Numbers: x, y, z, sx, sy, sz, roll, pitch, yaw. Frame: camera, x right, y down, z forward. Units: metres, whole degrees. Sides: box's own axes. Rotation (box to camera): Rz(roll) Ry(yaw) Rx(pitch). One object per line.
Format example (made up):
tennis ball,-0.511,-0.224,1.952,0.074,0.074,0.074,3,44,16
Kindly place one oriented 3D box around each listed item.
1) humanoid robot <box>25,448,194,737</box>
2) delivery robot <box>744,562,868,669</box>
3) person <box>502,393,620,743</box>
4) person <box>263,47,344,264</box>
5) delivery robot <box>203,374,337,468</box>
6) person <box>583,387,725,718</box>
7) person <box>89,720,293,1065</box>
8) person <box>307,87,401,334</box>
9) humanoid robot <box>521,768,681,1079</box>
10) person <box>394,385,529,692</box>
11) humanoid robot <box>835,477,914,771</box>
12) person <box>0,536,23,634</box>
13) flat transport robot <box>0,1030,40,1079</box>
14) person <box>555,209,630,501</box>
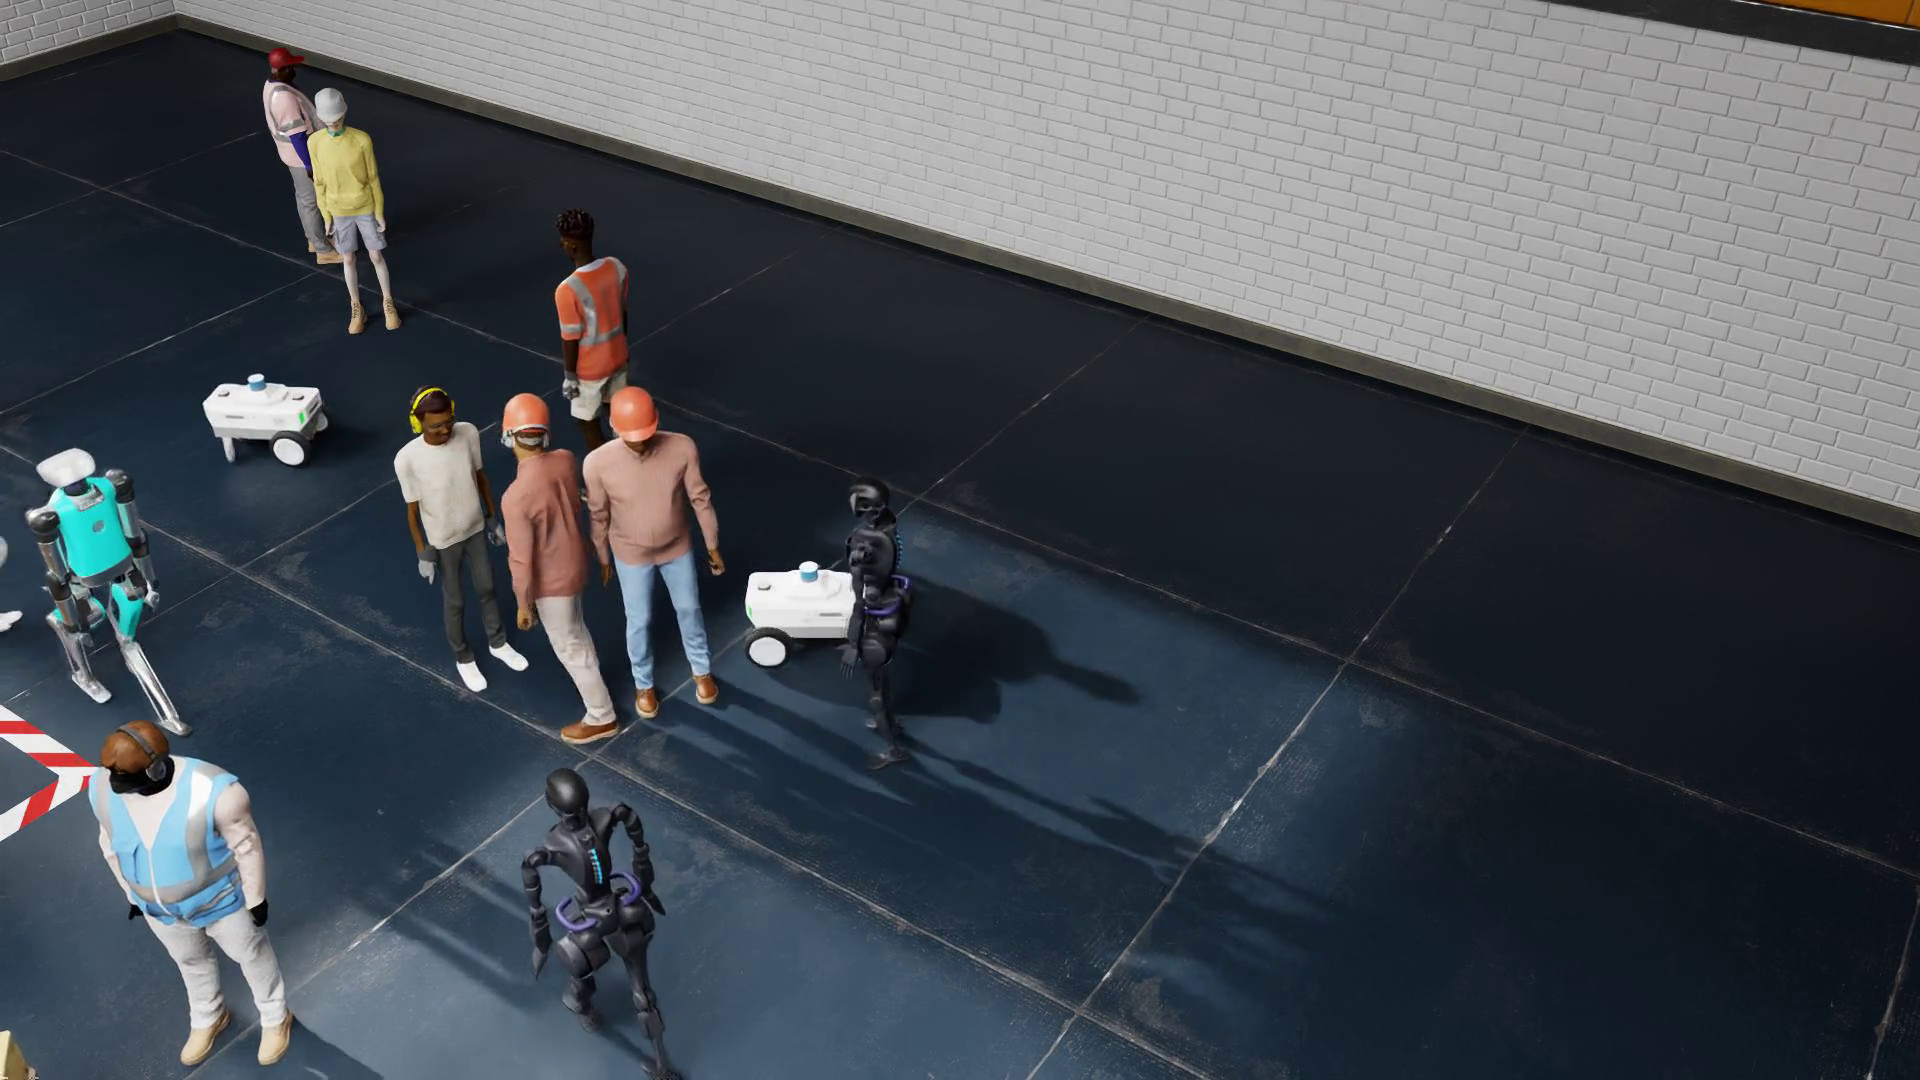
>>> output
humanoid robot,-4.598,0.229,8.690,0.997,1.778,0.530,21,40,27
delivery robot,-0.859,0.390,9.452,0.782,0.589,0.499,0,35,0
person,-2.046,0.181,8.543,0.495,1.949,0.665,7,36,10
person,-5.272,-3.091,13.385,0.420,1.754,0.602,-18,39,-23
delivery robot,-4.635,-0.822,11.205,0.785,0.614,0.504,3,35,4
person,-1.589,0.049,8.704,0.656,1.980,0.410,-13,37,-18
person,-3.138,1.455,6.816,0.622,1.840,0.431,2,35,2
person,-4.514,-2.451,12.358,0.470,1.887,0.389,-8,36,-11
humanoid robot,-1.485,1.563,6.845,0.599,1.621,0.794,-26,42,-32
person,-2.675,-0.011,8.900,0.347,1.857,0.518,28,43,33
humanoid robot,-0.408,0.402,8.454,0.359,1.645,0.585,9,36,13
person,-5.621,-0.251,9.202,0.441,1.891,0.607,-19,39,-25
flat transport robot,-3.936,2.783,6.286,1.431,0.231,0.659,-11,37,-16
person,-2.281,-1.140,10.430,0.391,1.949,0.625,16,38,21
